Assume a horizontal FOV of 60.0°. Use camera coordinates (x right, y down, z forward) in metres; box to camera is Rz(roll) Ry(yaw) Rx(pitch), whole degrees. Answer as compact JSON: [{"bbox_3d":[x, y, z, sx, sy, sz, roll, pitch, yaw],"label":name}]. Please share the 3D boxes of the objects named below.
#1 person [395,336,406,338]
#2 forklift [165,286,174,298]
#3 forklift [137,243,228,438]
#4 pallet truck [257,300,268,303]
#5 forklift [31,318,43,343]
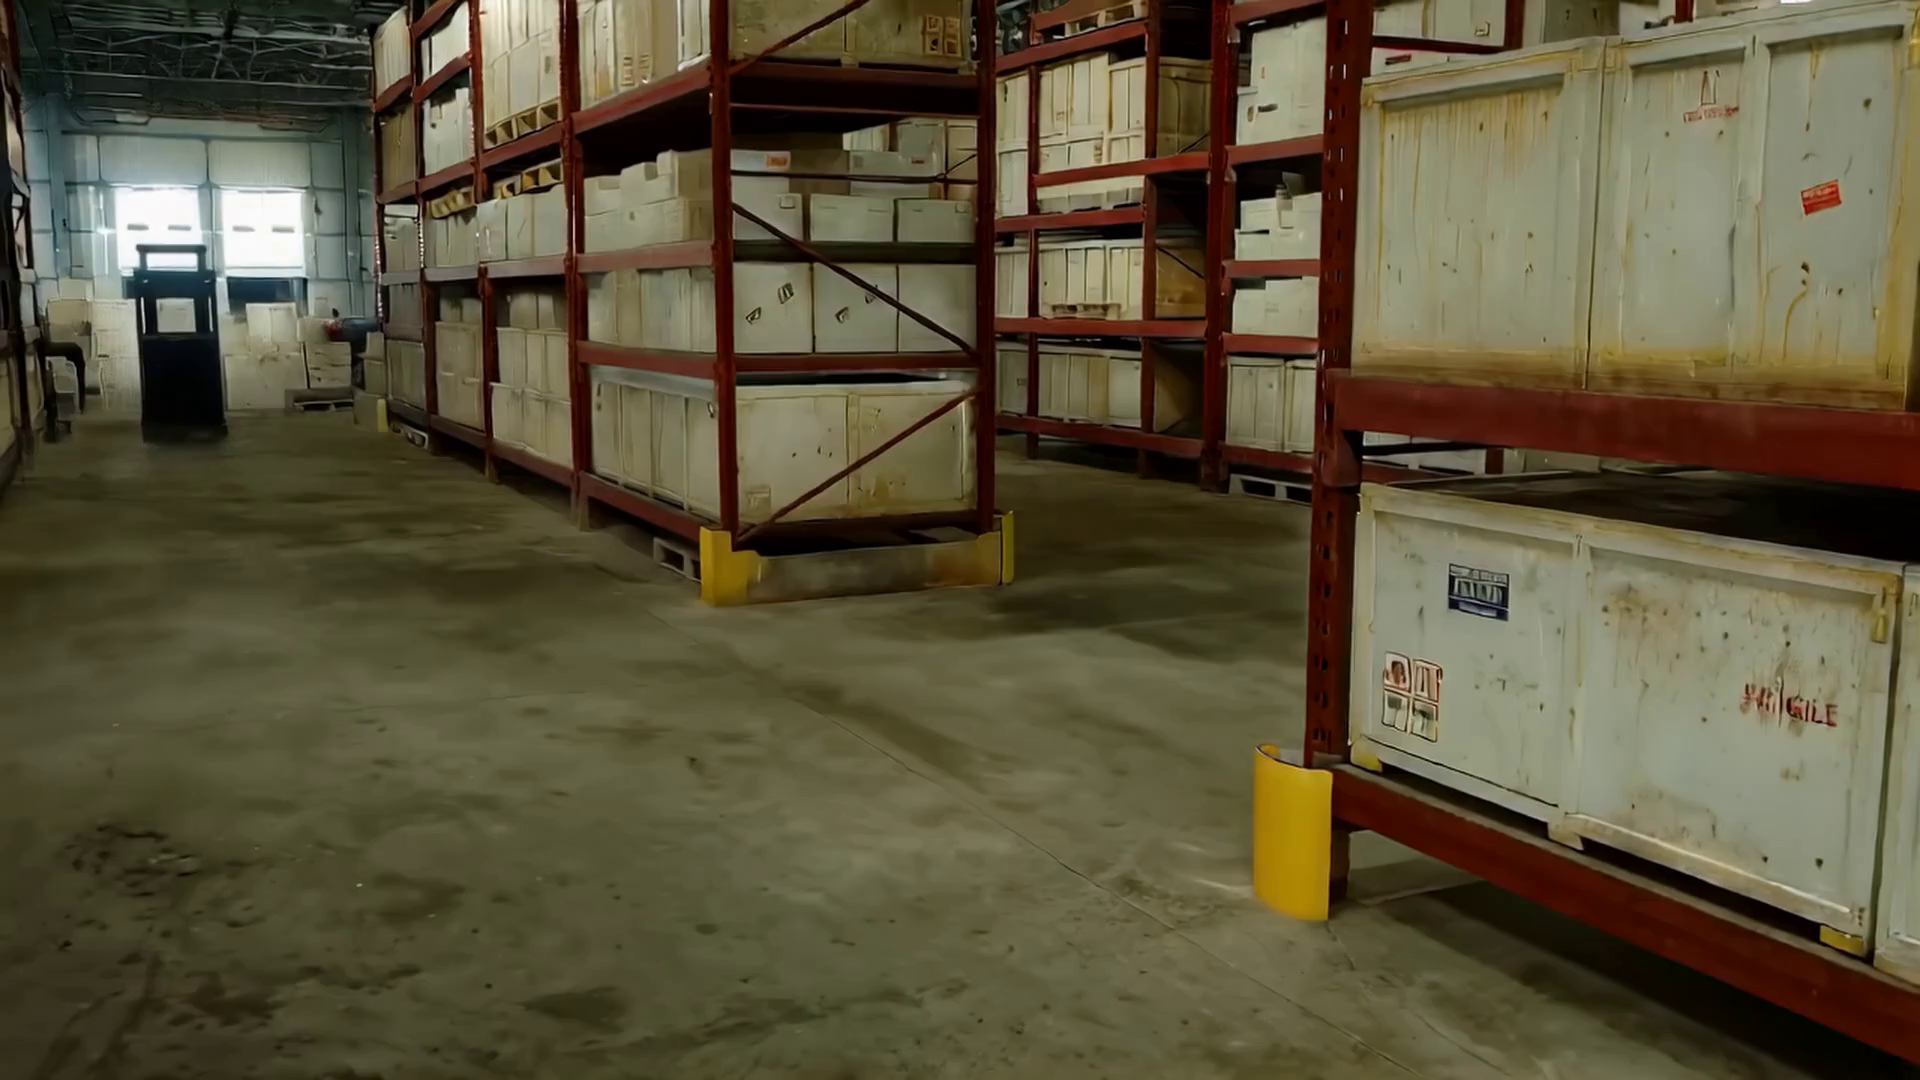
[{"bbox_3d":[-12.133,-4.059,36.359,0.433,1.623,0.540,-6,10,-34],"label":"person"},{"bbox_3d":[-25.382,-7.057,52.754,1.873,2.768,1.129,6,10,36],"label":"forklift"},{"bbox_3d":[-11.575,-2.976,24.613,1.129,2.768,1.873,-4,9,-26],"label":"forklift"},{"bbox_3d":[-23.913,-7.404,58.171,1.885,1.965,0.823,-1,8,-9],"label":"pallet truck"},{"bbox_3d":[-30.579,-7.277,54.267,1.129,2.768,1.873,-4,9,-26],"label":"forklift"}]
